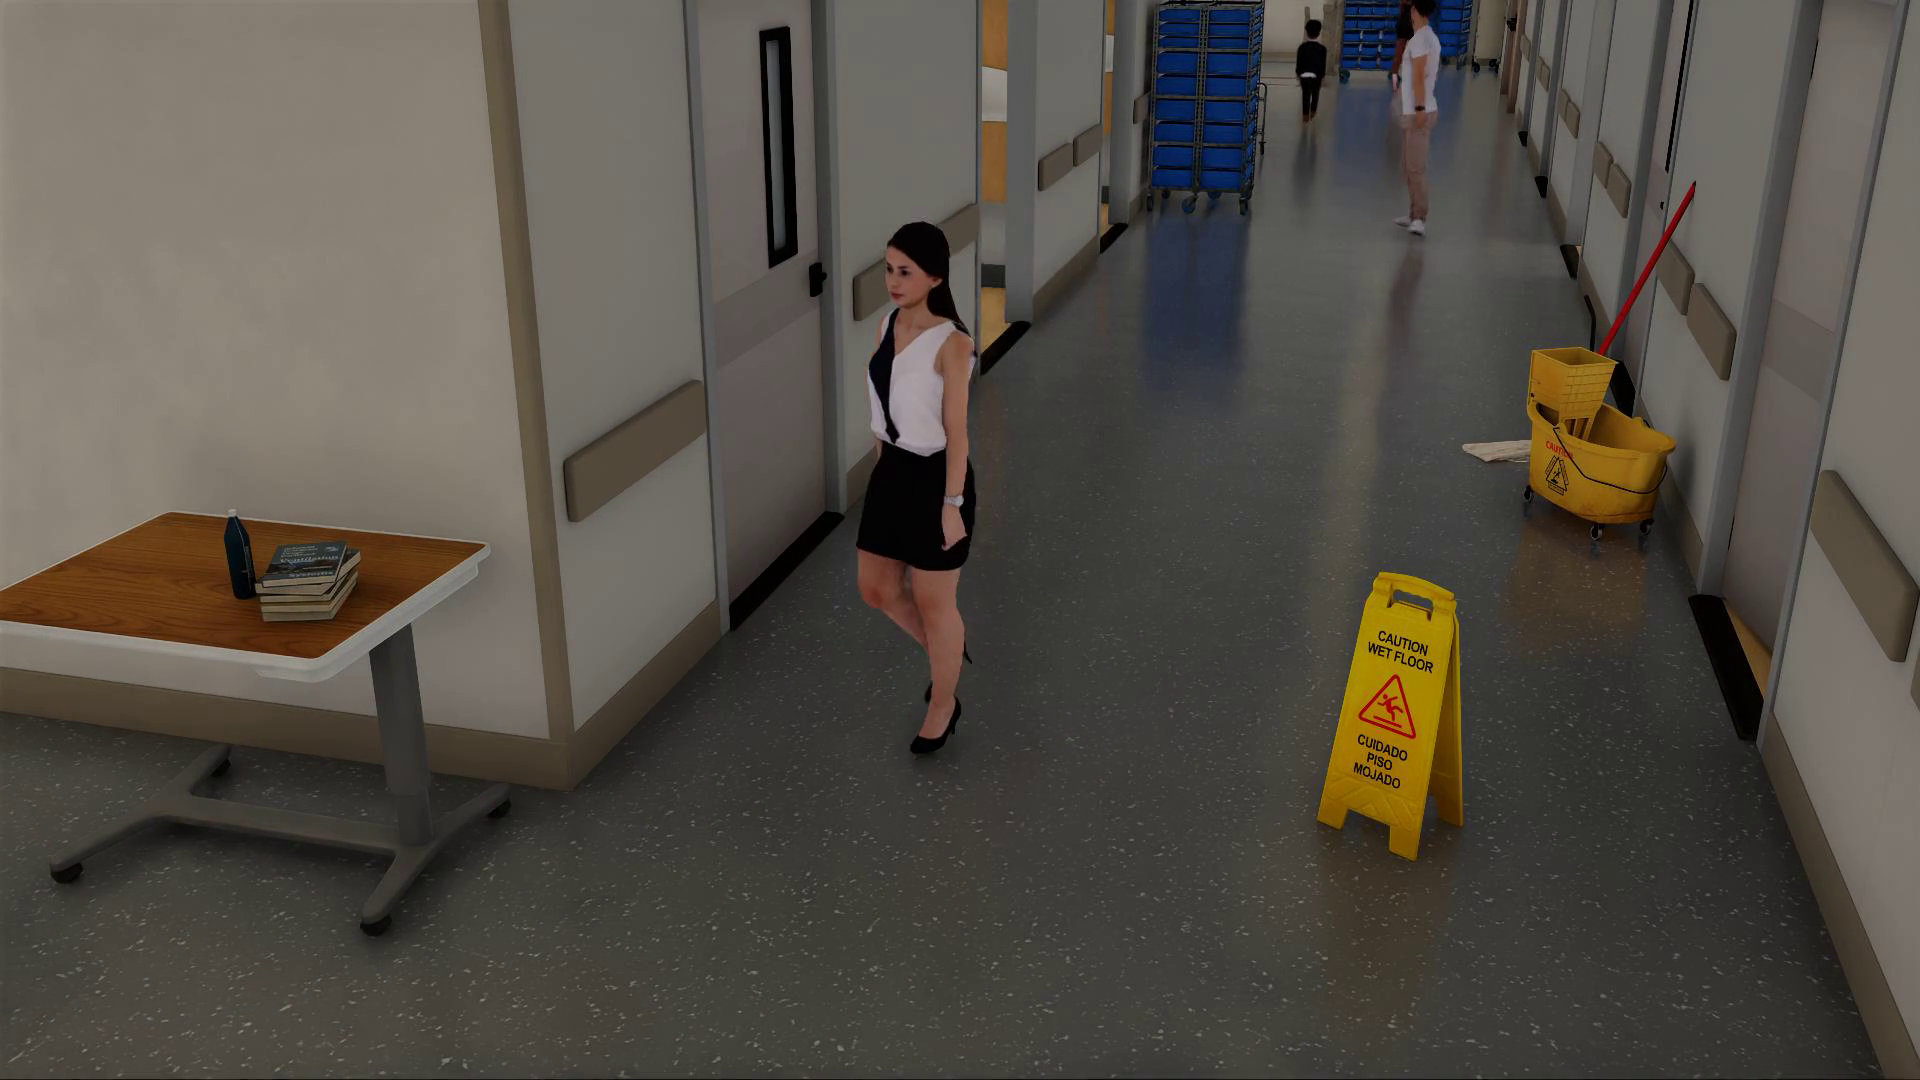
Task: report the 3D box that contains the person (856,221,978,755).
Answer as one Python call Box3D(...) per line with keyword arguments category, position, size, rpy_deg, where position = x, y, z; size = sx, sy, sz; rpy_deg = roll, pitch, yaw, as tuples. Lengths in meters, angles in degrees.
Box3D(category="person", position=(-0.050, -0.140, 5.013), size=(0.691, 1.638, 0.759), rpy_deg=(16, 26, 37))

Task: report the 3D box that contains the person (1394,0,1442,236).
Box3D(category="person", position=(3.687, -3.376, 13.242), size=(0.949, 1.862, 0.484), rpy_deg=(3, 21, 7))

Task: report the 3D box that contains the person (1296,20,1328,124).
Box3D(category="person", position=(4.305, -5.722, 20.366), size=(0.558, 1.202, 0.780), rpy_deg=(3, 21, 8))

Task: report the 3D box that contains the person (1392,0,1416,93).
Box3D(category="person", position=(6.300, -7.185, 23.463), size=(0.757, 1.745, 1.128), rpy_deg=(12, 24, 29))
